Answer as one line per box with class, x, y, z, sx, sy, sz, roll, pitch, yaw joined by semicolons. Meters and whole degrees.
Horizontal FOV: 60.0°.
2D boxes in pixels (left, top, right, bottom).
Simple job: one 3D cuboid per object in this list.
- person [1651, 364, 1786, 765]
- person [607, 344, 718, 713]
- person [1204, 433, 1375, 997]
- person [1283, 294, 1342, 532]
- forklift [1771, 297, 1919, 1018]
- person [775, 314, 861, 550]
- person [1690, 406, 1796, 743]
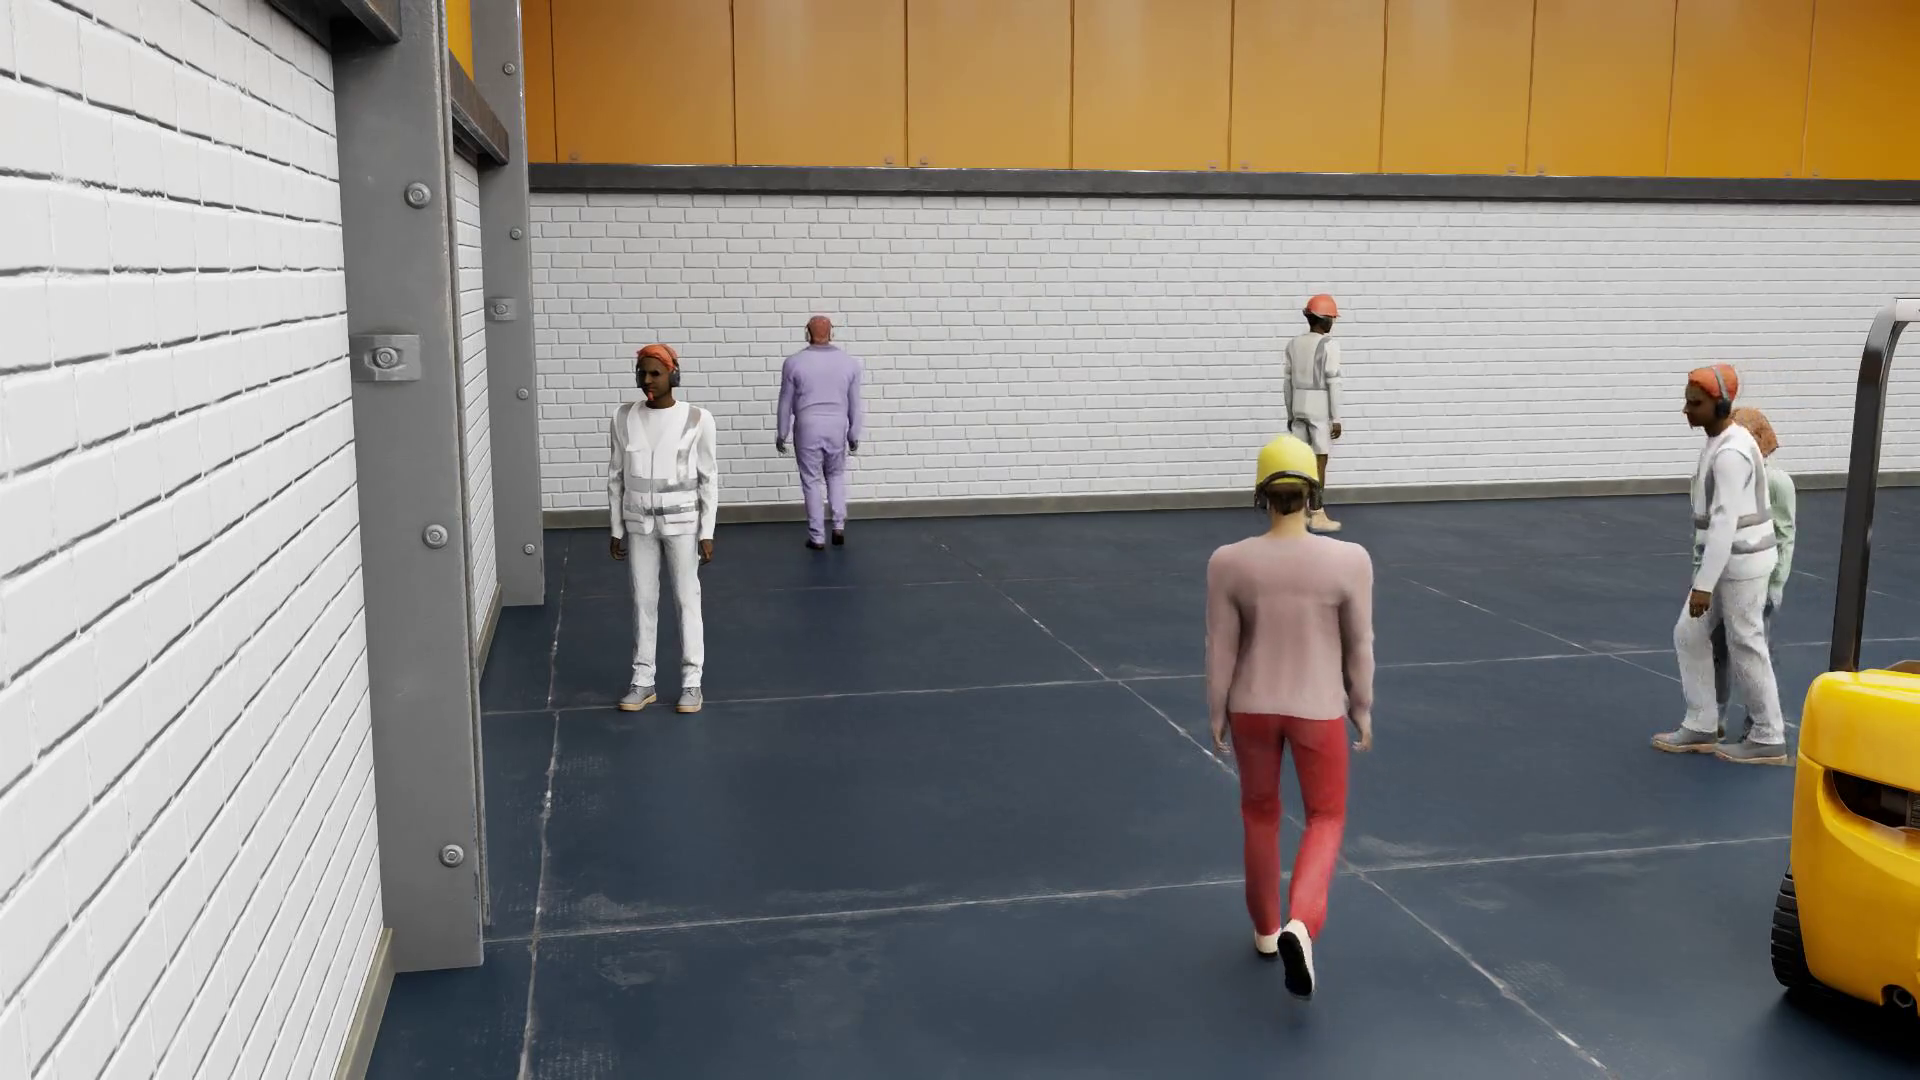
person;3.474;0.126;7.521;0.684;1.835;0.603;3;10;15
person;-1.521;-0.054;8.489;0.574;1.883;0.356;1;9;8
person;1.020;0.542;5.233;0.534;1.747;0.655;3;10;18
person;3.066;-1.092;14.326;0.390;2.040;0.614;-6;11;-32
forklift;3.542;0.334;5.177;2.313;2.155;1.214;-9;13;-43
person;-1.153;-0.863;13.394;0.655;1.891;0.503;-4;10;-21
person;3.612;0.195;7.725;0.268;1.632;0.507;-4;10;-22
